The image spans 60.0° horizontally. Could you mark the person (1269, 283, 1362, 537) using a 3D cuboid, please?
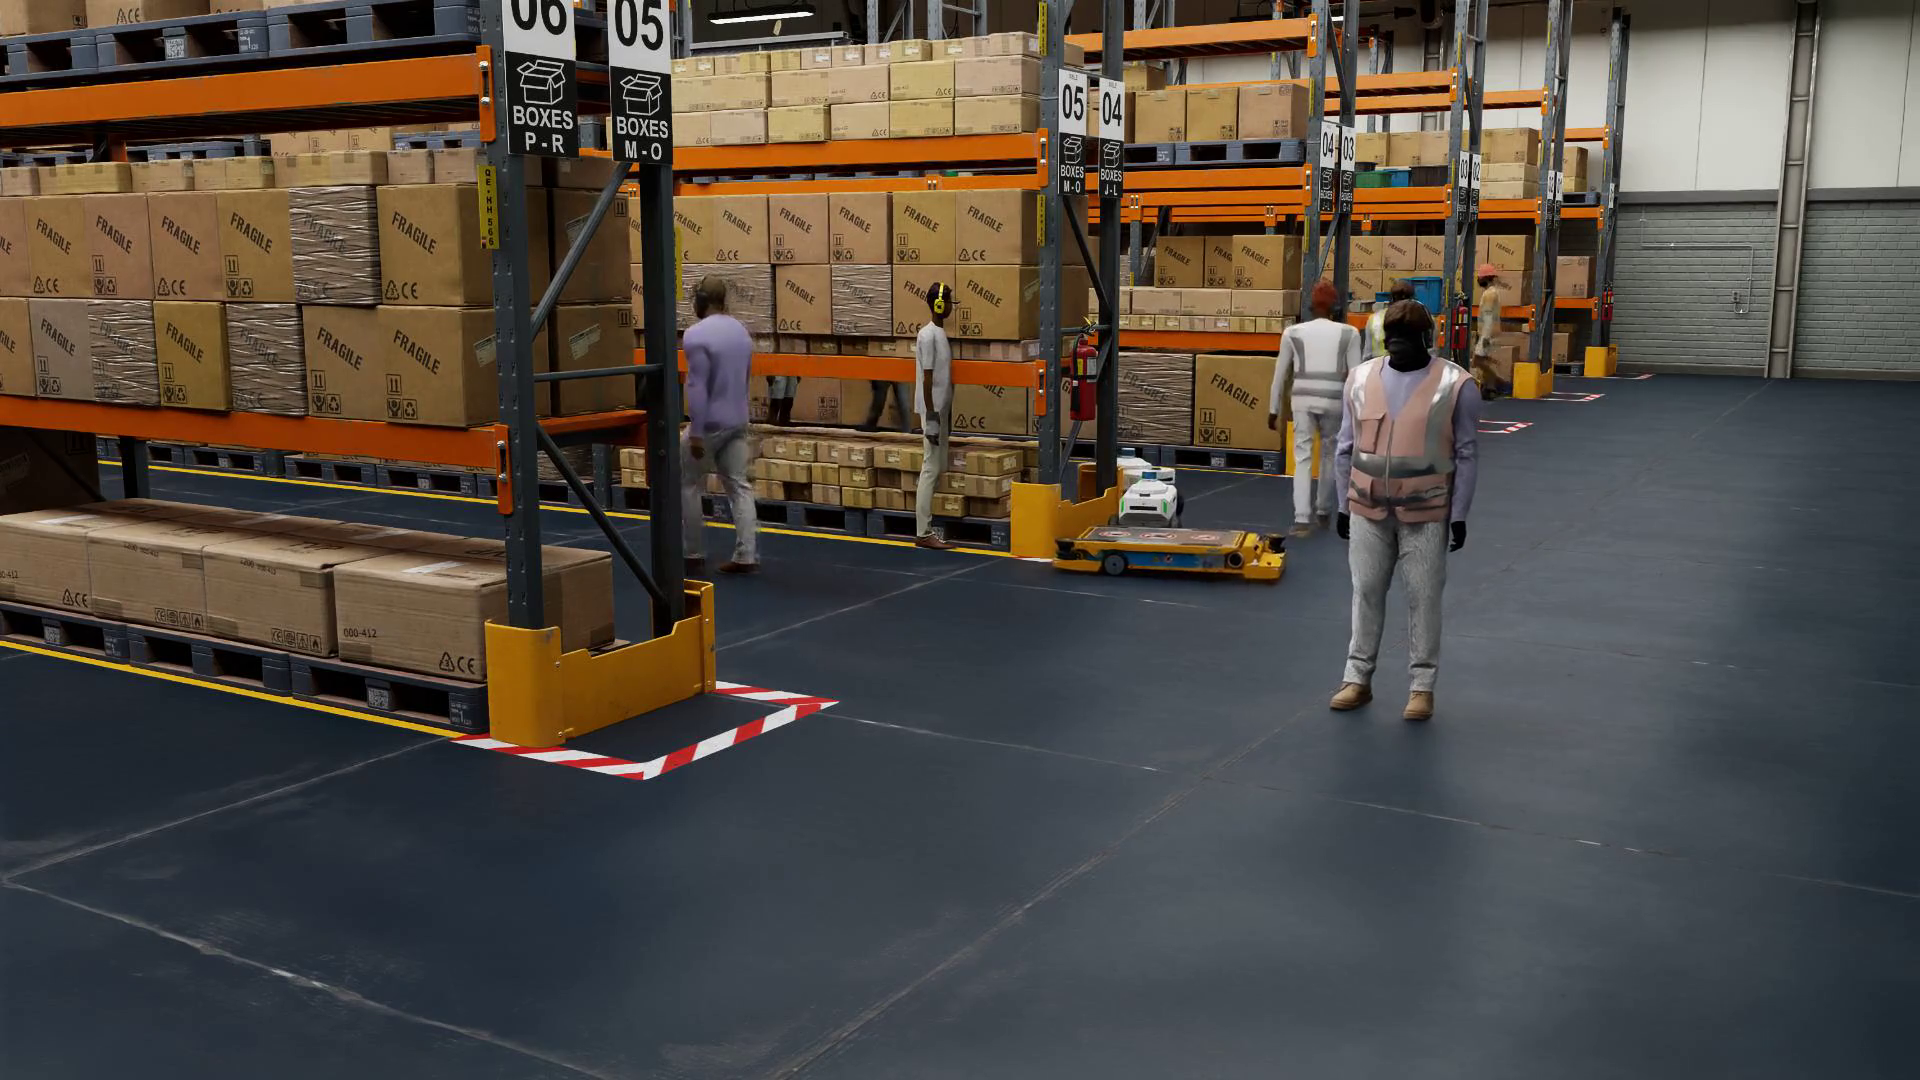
[{"bbox_3d":[2.619,-0.956,12.238,0.666,1.812,0.996,2,10,11],"label":"person"}]

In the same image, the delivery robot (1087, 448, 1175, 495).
[{"bbox_3d":[1.288,-0.465,12.758,0.707,0.478,0.477,8,12,41],"label":"delivery robot"}]

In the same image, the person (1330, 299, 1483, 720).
[{"bbox_3d":[1.945,-0.131,7.336,0.624,1.844,0.430,6,11,32],"label":"person"}]

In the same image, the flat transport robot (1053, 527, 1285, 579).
[{"bbox_3d":[1.363,0.068,10.761,1.431,0.197,0.652,2,10,14],"label":"flat transport robot"}]

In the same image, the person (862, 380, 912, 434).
[{"bbox_3d":[-0.699,-1.679,16.266,0.578,1.892,0.928,-5,11,-28],"label":"person"}]

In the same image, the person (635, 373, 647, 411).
[{"bbox_3d":[-3.316,-1.705,15.967,1.075,2.000,0.698,5,11,27],"label":"person"}]

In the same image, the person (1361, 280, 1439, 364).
[{"bbox_3d":[3.737,-1.302,14.227,0.660,1.823,0.596,4,10,22],"label":"person"}]

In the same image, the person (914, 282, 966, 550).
[{"bbox_3d":[-0.144,-0.860,11.561,0.333,1.860,0.510,2,10,13],"label":"person"}]

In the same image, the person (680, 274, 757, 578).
[{"bbox_3d":[-1.618,-0.712,10.523,0.791,1.909,0.666,6,11,29],"label":"person"}]

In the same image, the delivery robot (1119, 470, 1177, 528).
[{"bbox_3d":[1.299,-0.240,11.461,0.477,0.478,0.707,2,10,12],"label":"delivery robot"}]

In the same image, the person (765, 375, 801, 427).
[{"bbox_3d":[-1.726,-1.715,16.331,0.361,1.935,0.552,5,11,25],"label":"person"}]

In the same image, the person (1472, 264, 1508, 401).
[{"bbox_3d":[7.379,-2.892,23.261,0.468,1.921,0.564,3,10,18],"label":"person"}]
